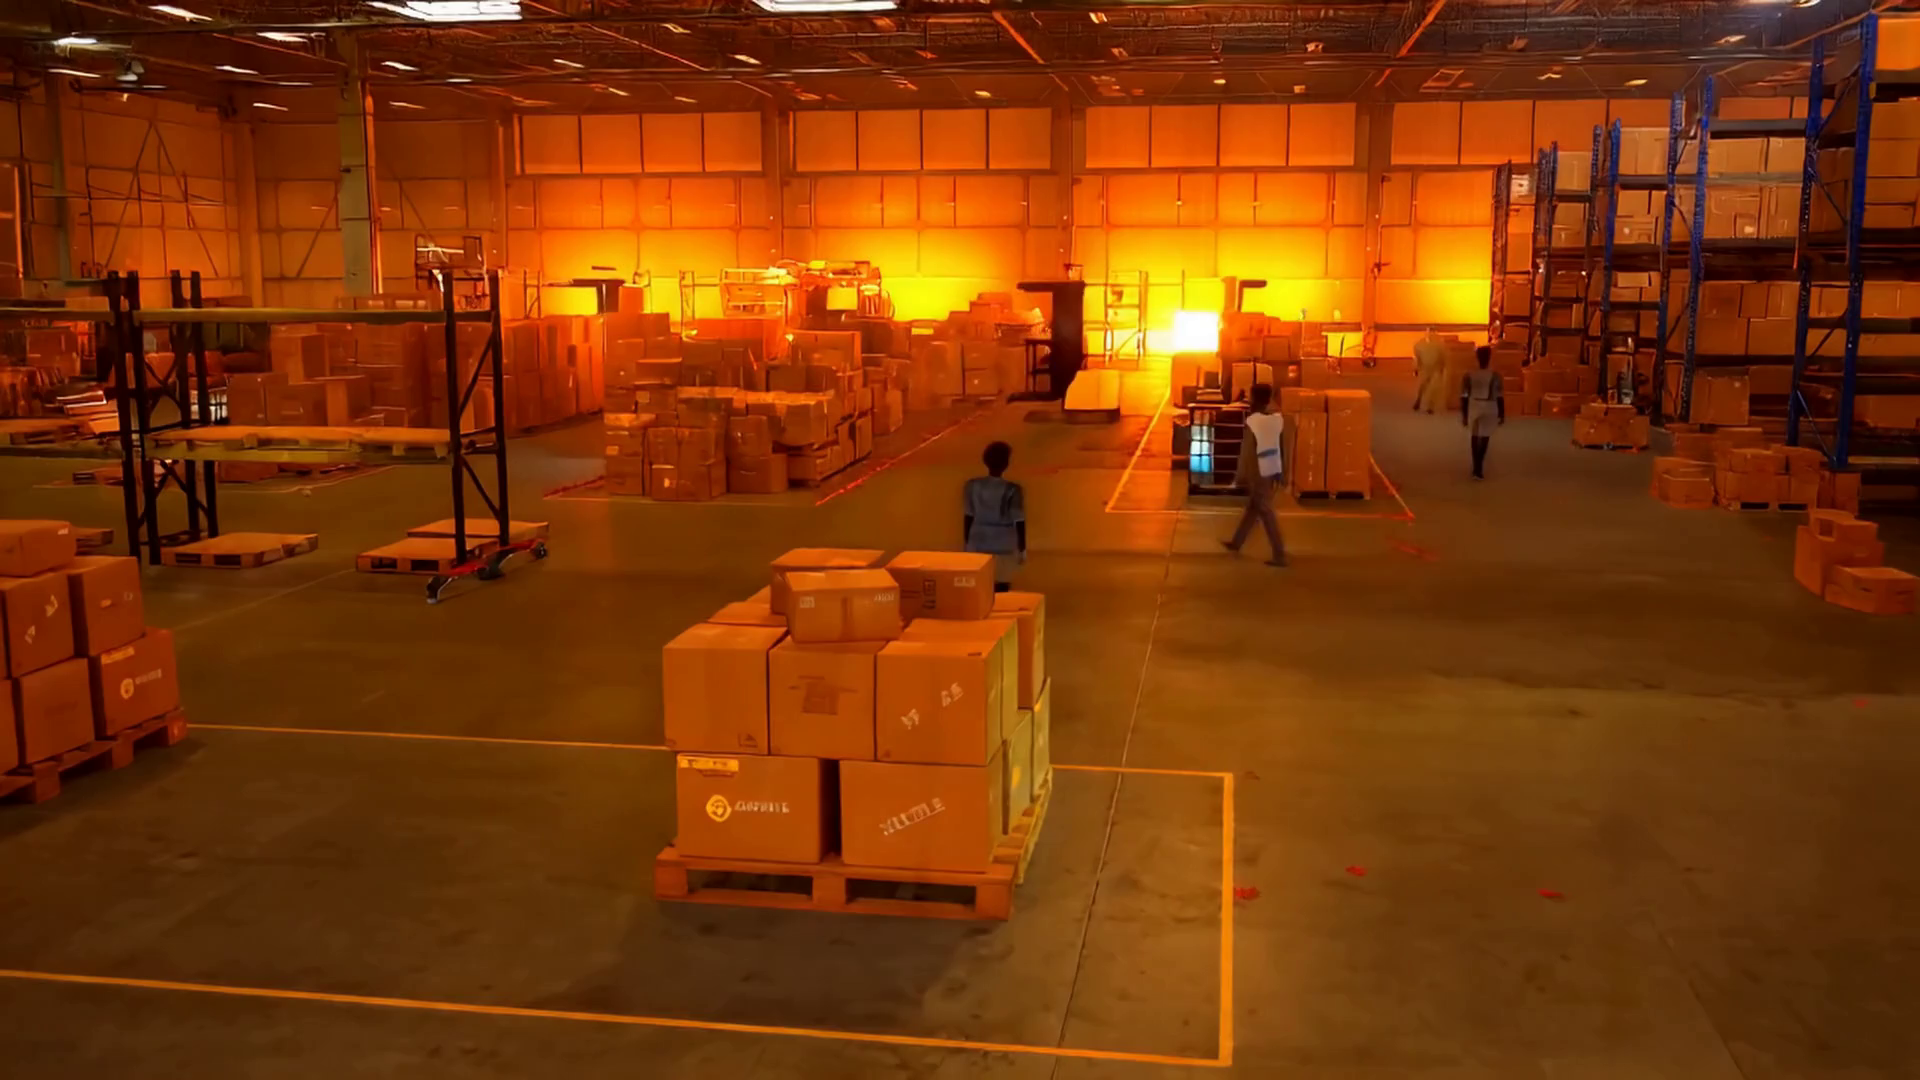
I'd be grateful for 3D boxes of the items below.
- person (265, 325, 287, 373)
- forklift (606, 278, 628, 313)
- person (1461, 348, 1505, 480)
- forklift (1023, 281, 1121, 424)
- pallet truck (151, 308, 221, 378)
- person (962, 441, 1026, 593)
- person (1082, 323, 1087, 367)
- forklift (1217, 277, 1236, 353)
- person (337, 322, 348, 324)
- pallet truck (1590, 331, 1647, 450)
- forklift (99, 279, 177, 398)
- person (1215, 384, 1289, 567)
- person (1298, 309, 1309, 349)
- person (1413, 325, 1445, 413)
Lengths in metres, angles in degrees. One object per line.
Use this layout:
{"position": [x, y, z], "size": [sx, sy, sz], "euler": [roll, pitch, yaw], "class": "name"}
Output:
{"position": [-13.857, -3.443, 34.078], "size": [0.653, 1.926, 0.432], "euler": [-1, 9, -9], "class": "person"}
{"position": [-9.360, -5.770, 45.499], "size": [1.873, 2.768, 1.129], "euler": [0, 9, 3], "class": "forklift"}
{"position": [7.604, -1.840, 24.241], "size": [0.600, 1.926, 1.009], "euler": [6, 11, 34], "class": "person"}
{"position": [2.245, -3.726, 32.891], "size": [1.873, 2.768, 1.129], "euler": [1, 9, 9], "class": "forklift"}
{"position": [-21.869, -5.598, 47.154], "size": [0.823, 1.965, 1.885], "euler": [4, 10, 26], "class": "pallet truck"}
{"position": [0.272, 0.056, 13.226], "size": [0.556, 1.684, 0.379], "euler": [5, 10, 28], "class": "person"}
{"position": [2.548, -3.794, 36.116], "size": [0.607, 1.964, 0.687], "euler": [5, 10, 29], "class": "person"}
{"position": [7.822, -6.234, 48.363], "size": [1.873, 2.768, 1.129], "euler": [1, 9, 9], "class": "forklift"}
{"position": [-18.729, -6.173, 50.898], "size": [0.627, 1.936, 0.370], "euler": [2, 9, 10], "class": "person"}
{"position": [11.253, -2.573, 28.499], "size": [0.823, 1.965, 1.885], "euler": [5, 10, 27], "class": "pallet truck"}
{"position": [-19.606, -4.720, 39.027], "size": [1.873, 2.768, 1.129], "euler": [1, 9, 9], "class": "forklift"}
{"position": [3.048, -0.680, 17.218], "size": [0.987, 1.862, 0.614], "euler": [9, 13, 44], "class": "person"}
{"position": [10.356, -5.982, 49.841], "size": [0.968, 1.888, 0.621], "euler": [3, 10, 20], "class": "person"}
{"position": [9.999, -3.641, 35.461], "size": [0.650, 1.884, 0.444], "euler": [0, 9, 1], "class": "person"}
